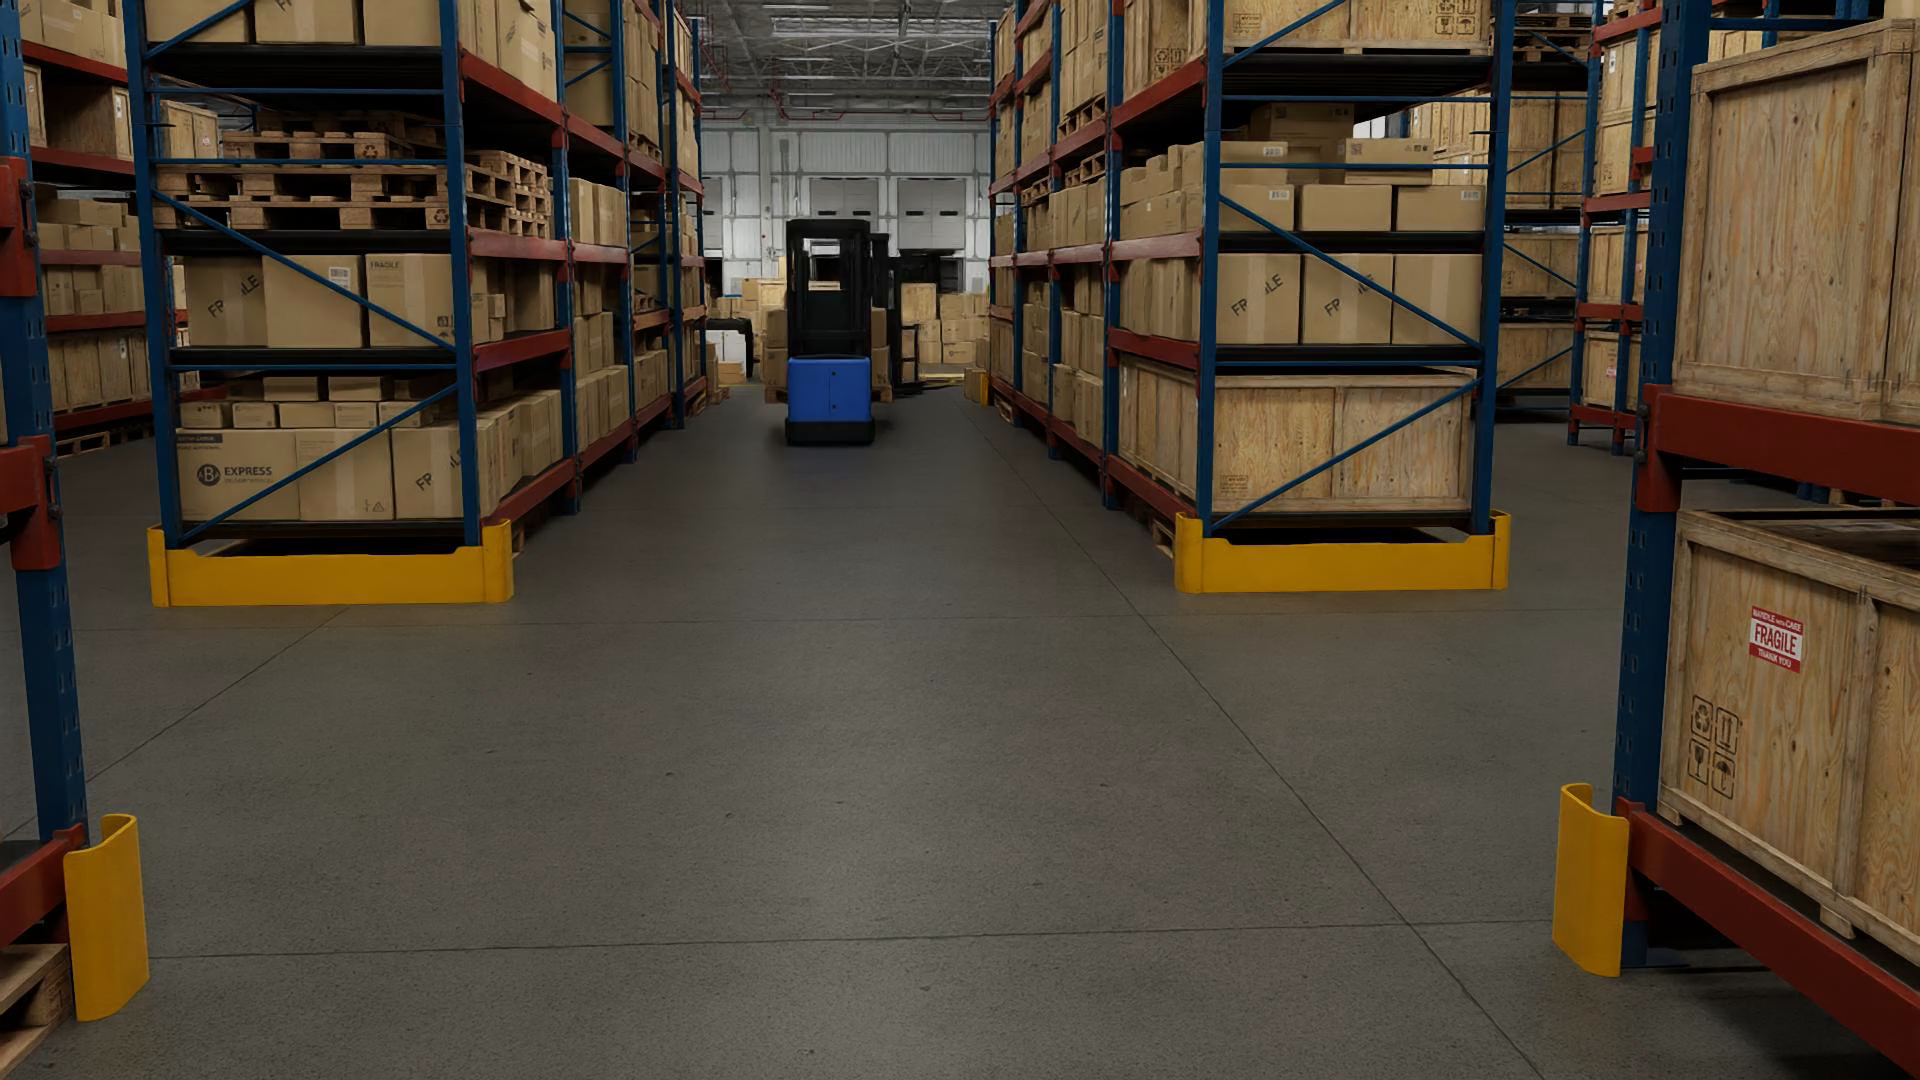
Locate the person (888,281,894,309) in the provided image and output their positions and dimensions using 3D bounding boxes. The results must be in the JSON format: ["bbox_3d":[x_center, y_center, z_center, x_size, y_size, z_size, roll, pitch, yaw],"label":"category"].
[{"bbox_3d":[-2.185,-7.023,51.377,0.372,1.940,0.630,-6,11,-32],"label":"person"}]

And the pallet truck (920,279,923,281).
[{"bbox_3d":[-0.932,-8.922,63.114,1.885,1.965,0.823,2,9,13],"label":"pallet truck"}]

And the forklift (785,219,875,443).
[{"bbox_3d":[-1.667,-2.686,21.198,1.129,2.768,1.873,-1,9,-4],"label":"forklift"}]

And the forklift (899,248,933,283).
[{"bbox_3d":[-1.178,-6.445,44.800,1.129,2.768,1.873,-7,11,-37],"label":"forklift"}]

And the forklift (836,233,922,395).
[{"bbox_3d":[-1.664,-3.842,28.454,1.129,2.768,1.873,7,11,36],"label":"forklift"}]
